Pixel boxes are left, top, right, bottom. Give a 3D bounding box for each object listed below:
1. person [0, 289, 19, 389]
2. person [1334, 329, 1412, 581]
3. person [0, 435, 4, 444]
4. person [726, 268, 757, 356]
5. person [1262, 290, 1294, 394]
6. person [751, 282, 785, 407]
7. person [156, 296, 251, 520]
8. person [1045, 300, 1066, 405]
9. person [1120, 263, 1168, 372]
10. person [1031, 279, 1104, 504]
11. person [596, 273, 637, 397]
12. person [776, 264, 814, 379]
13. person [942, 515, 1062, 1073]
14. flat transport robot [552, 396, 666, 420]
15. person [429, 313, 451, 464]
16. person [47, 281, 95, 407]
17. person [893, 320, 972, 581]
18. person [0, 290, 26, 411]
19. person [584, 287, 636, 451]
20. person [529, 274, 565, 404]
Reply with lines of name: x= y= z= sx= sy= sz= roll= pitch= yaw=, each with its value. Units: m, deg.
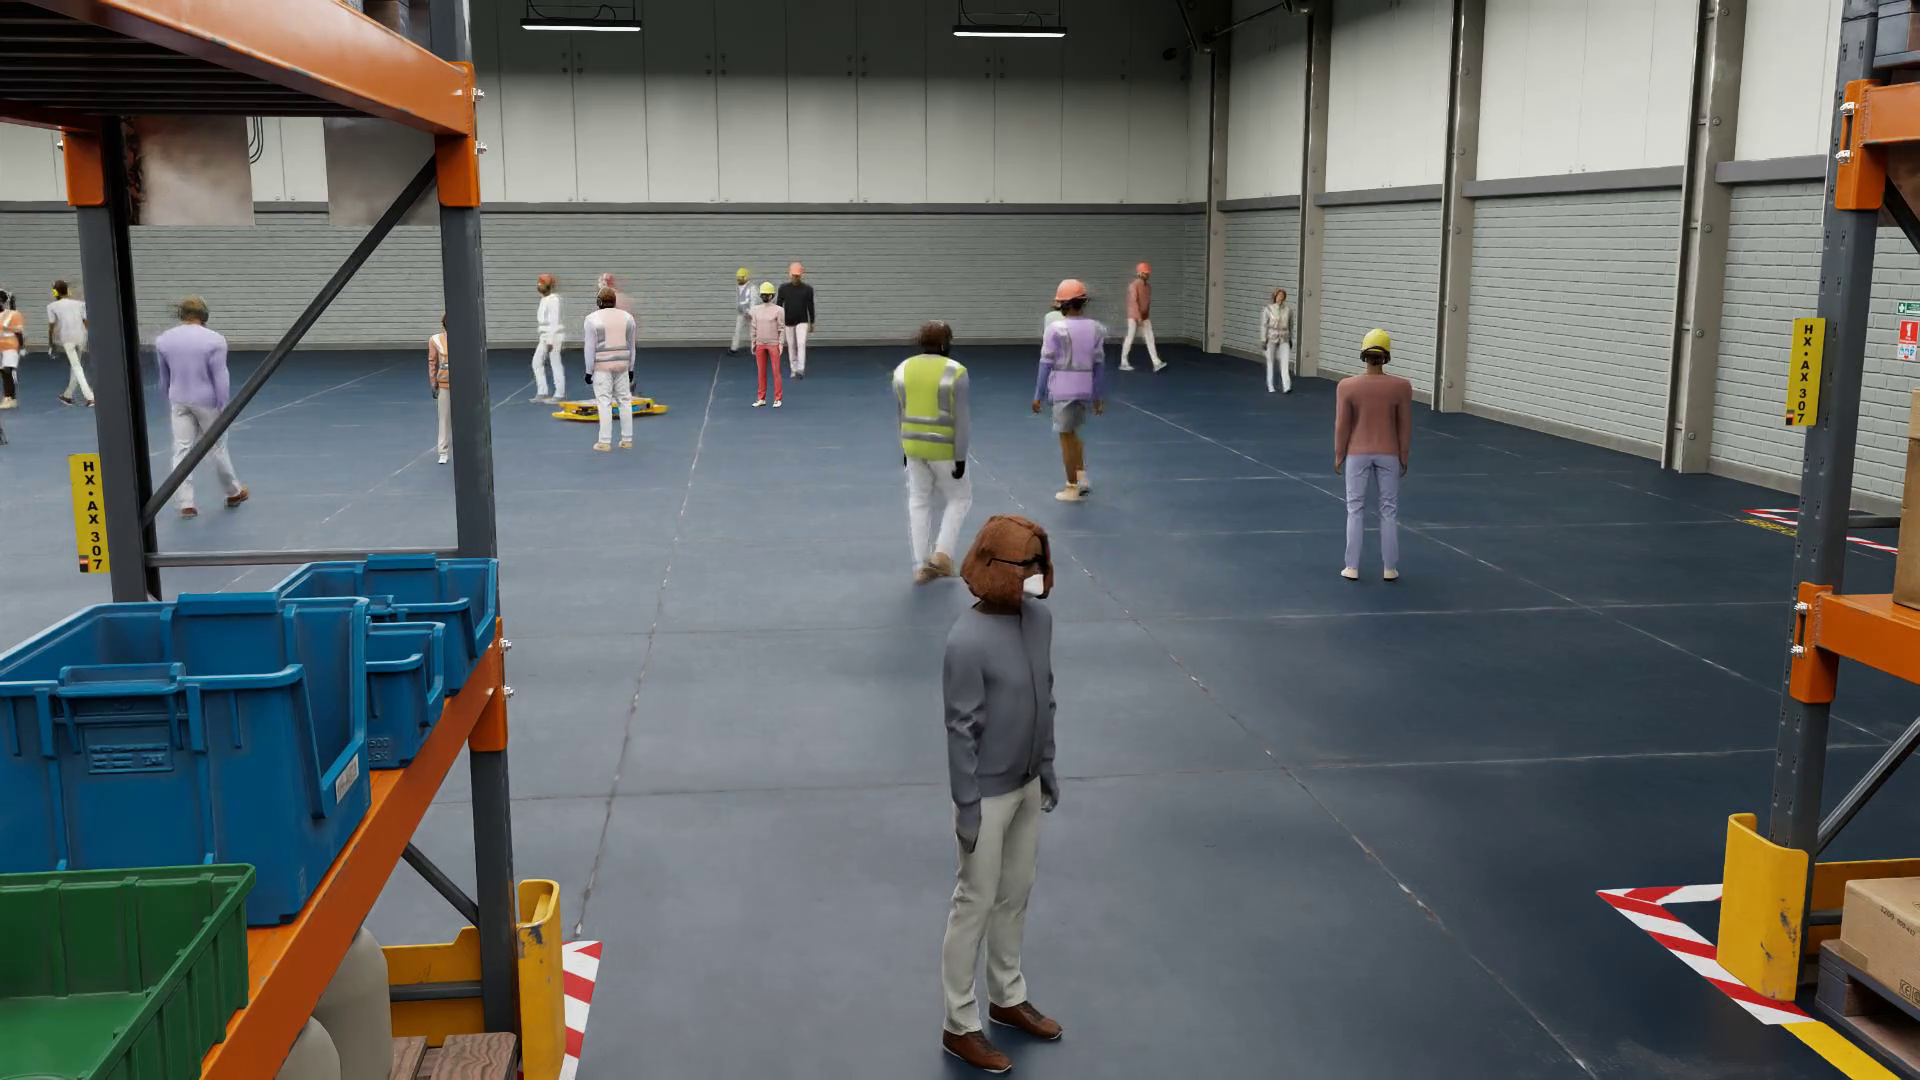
person: x=-15.164 y=-3.272 z=26.162 sx=0.632 sy=1.839 sz=0.429 roll=-6 pitch=12 yaw=-31
person: x=2.882 y=-0.588 z=11.647 sx=0.525 sy=1.769 sz=0.327 roll=2 pitch=11 yaw=10
person: x=-11.565 y=-2.005 z=19.101 sx=0.999 sy=1.880 sz=0.561 roll=-1 pitch=10 yaw=-8
person: x=-4.328 y=-4.600 z=33.643 sx=0.592 sy=1.780 sz=0.923 roll=8 pitch=13 yaw=36
person: x=4.880 y=-3.028 z=25.487 sx=0.536 sy=1.587 sz=0.861 roll=-1 pitch=10 yaw=-5
person: x=-2.722 y=-2.760 z=23.554 sx=0.525 sy=1.771 sz=0.305 roll=4 pitch=11 yaw=19
person: x=-6.596 y=-1.160 z=14.455 sx=0.659 sy=1.888 sz=0.983 roll=0 pitch=10 yaw=0
person: x=1.450 y=-2.757 z=23.980 sx=0.507 sy=1.603 sz=0.756 roll=3 pitch=11 yaw=16
person: x=3.271 y=-3.980 z=29.779 sx=0.605 sy=1.936 sz=1.044 roll=-9 pitch=14 yaw=-41
person: x=0.964 y=-1.336 z=15.064 sx=0.607 sy=2.026 sz=0.506 roll=-8 pitch=13 yaw=-37
person: x=-5.035 y=-2.931 z=24.157 sx=0.594 sy=1.886 sz=0.662 roll=2 pitch=10 yaw=9
person: x=-2.810 y=-3.706 z=28.267 sx=0.622 sy=1.931 sz=1.045 roll=1 pitch=10 yaw=3
person: x=0.123 y=0.724 z=4.847 sx=0.279 sy=1.624 sz=0.494 roll=6 pitch=12 yaw=32
flat transport robot: x=-4.681 y=-1.769 z=22.223 sx=0.652 sy=0.197 sz=1.431 roll=7 pitch=13 yaw=35
person: x=-5.378 y=-1.632 z=17.717 sx=0.515 sy=1.641 sz=0.315 roll=-4 pitch=11 yaw=-21
person: x=-12.621 y=-2.772 z=23.591 sx=1.059 sy=1.785 sz=0.515 roll=8 pitch=13 yaw=37
person: x=-0.175 y=-0.612 z=11.606 sx=0.625 sy=1.829 sz=0.440 roll=6 pitch=12 yaw=29
person: x=-13.290 y=-2.611 z=22.973 sx=0.582 sy=1.665 sz=0.737 roll=2 pitch=10 yaw=10
person: x=-3.959 y=-1.924 z=18.768 sx=0.624 sy=1.844 sz=0.430 roll=-8 pitch=13 yaw=-38
person: x=-5.988 y=-2.868 z=23.864 sx=0.645 sy=1.865 sz=0.606 roll=-6 pitch=12 yaw=-31
